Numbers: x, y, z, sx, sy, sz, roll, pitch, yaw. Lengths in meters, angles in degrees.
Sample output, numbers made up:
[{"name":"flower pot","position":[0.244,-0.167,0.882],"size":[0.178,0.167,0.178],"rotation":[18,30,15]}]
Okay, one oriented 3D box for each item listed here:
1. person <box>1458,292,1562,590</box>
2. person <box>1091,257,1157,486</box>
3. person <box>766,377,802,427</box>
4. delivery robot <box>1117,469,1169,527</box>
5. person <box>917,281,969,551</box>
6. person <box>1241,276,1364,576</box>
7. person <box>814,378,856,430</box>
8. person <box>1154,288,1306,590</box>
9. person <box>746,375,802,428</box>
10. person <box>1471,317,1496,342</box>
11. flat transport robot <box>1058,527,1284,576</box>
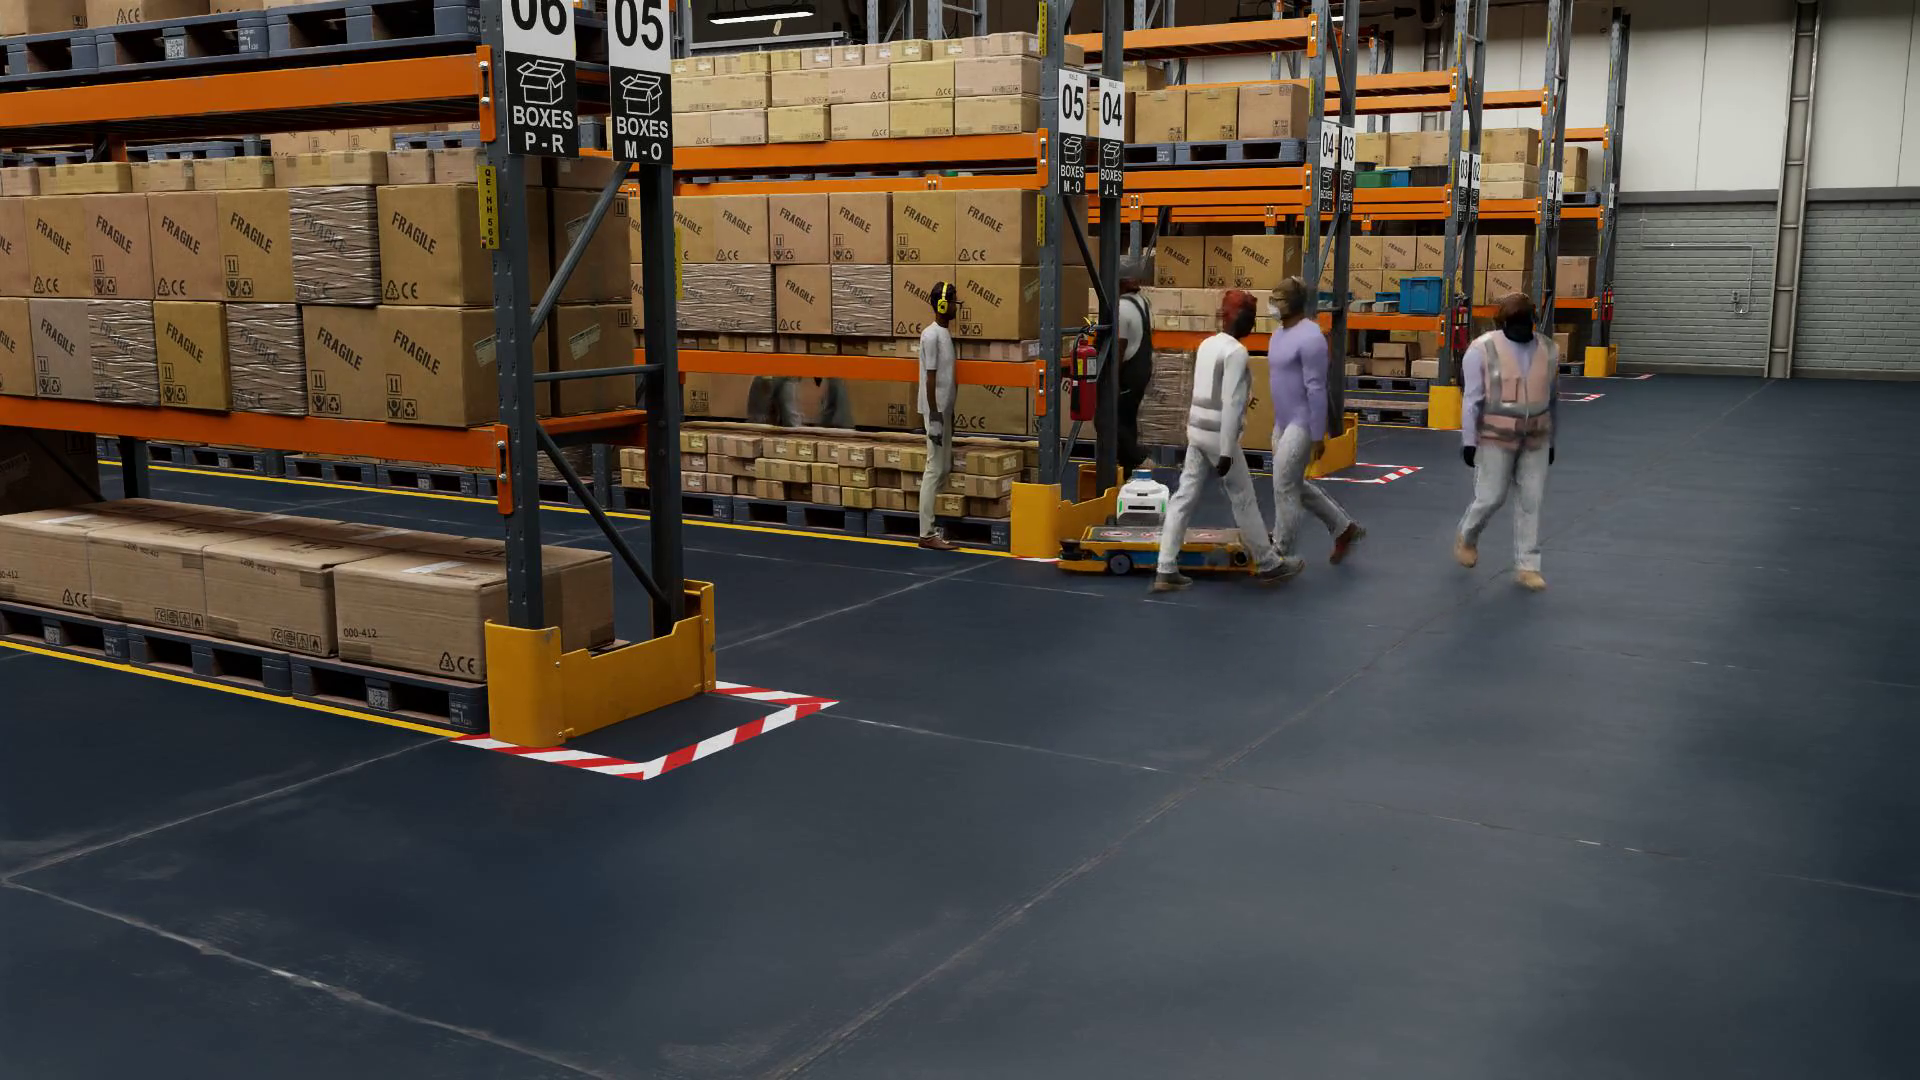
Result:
[{"name":"person","position":[3.389,-0.626,10.316],"size":[0.660,1.816,0.639],"rotation":[-1,10,-4]},{"name":"person","position":[1.404,-1.429,14.350],"size":[0.596,2.000,0.692],"rotation":[5,11,28]},{"name":"person","position":[-1.720,-1.716,16.332],"size":[0.361,1.935,0.553],"rotation":[5,11,25]},{"name":"delivery robot","position":[1.268,-0.244,11.485],"size":[0.477,0.478,0.707],"rotation":[2,10,8]},{"name":"person","position":[-0.121,-0.855,11.531],"size":[0.333,1.860,0.510],"rotation":[2,10,13]},{"name":"person","position":[2.217,-0.722,10.612],"size":[0.817,1.914,0.637],"rotation":[-2,10,-12]},{"name":"person","position":[-1.231,-1.809,17.035],"size":[0.858,1.888,0.592],"rotation":[5,11,25]},{"name":"person","position":[1.613,-0.598,10.093],"size":[1.005,1.826,0.604],"rotation":[-4,10,-20]},{"name":"person","position":[-1.825,-1.524,15.318],"size":[0.929,1.898,0.643],"rotation":[4,11,25]},{"name":"person","position":[8.098,-3.299,25.762],"size":[0.998,1.885,0.587],"rotation":[6,12,32]},{"name":"flat transport robot","position":[1.377,0.061,10.802],"size":[1.431,0.197,0.652],"rotation":[1,10,8]}]
